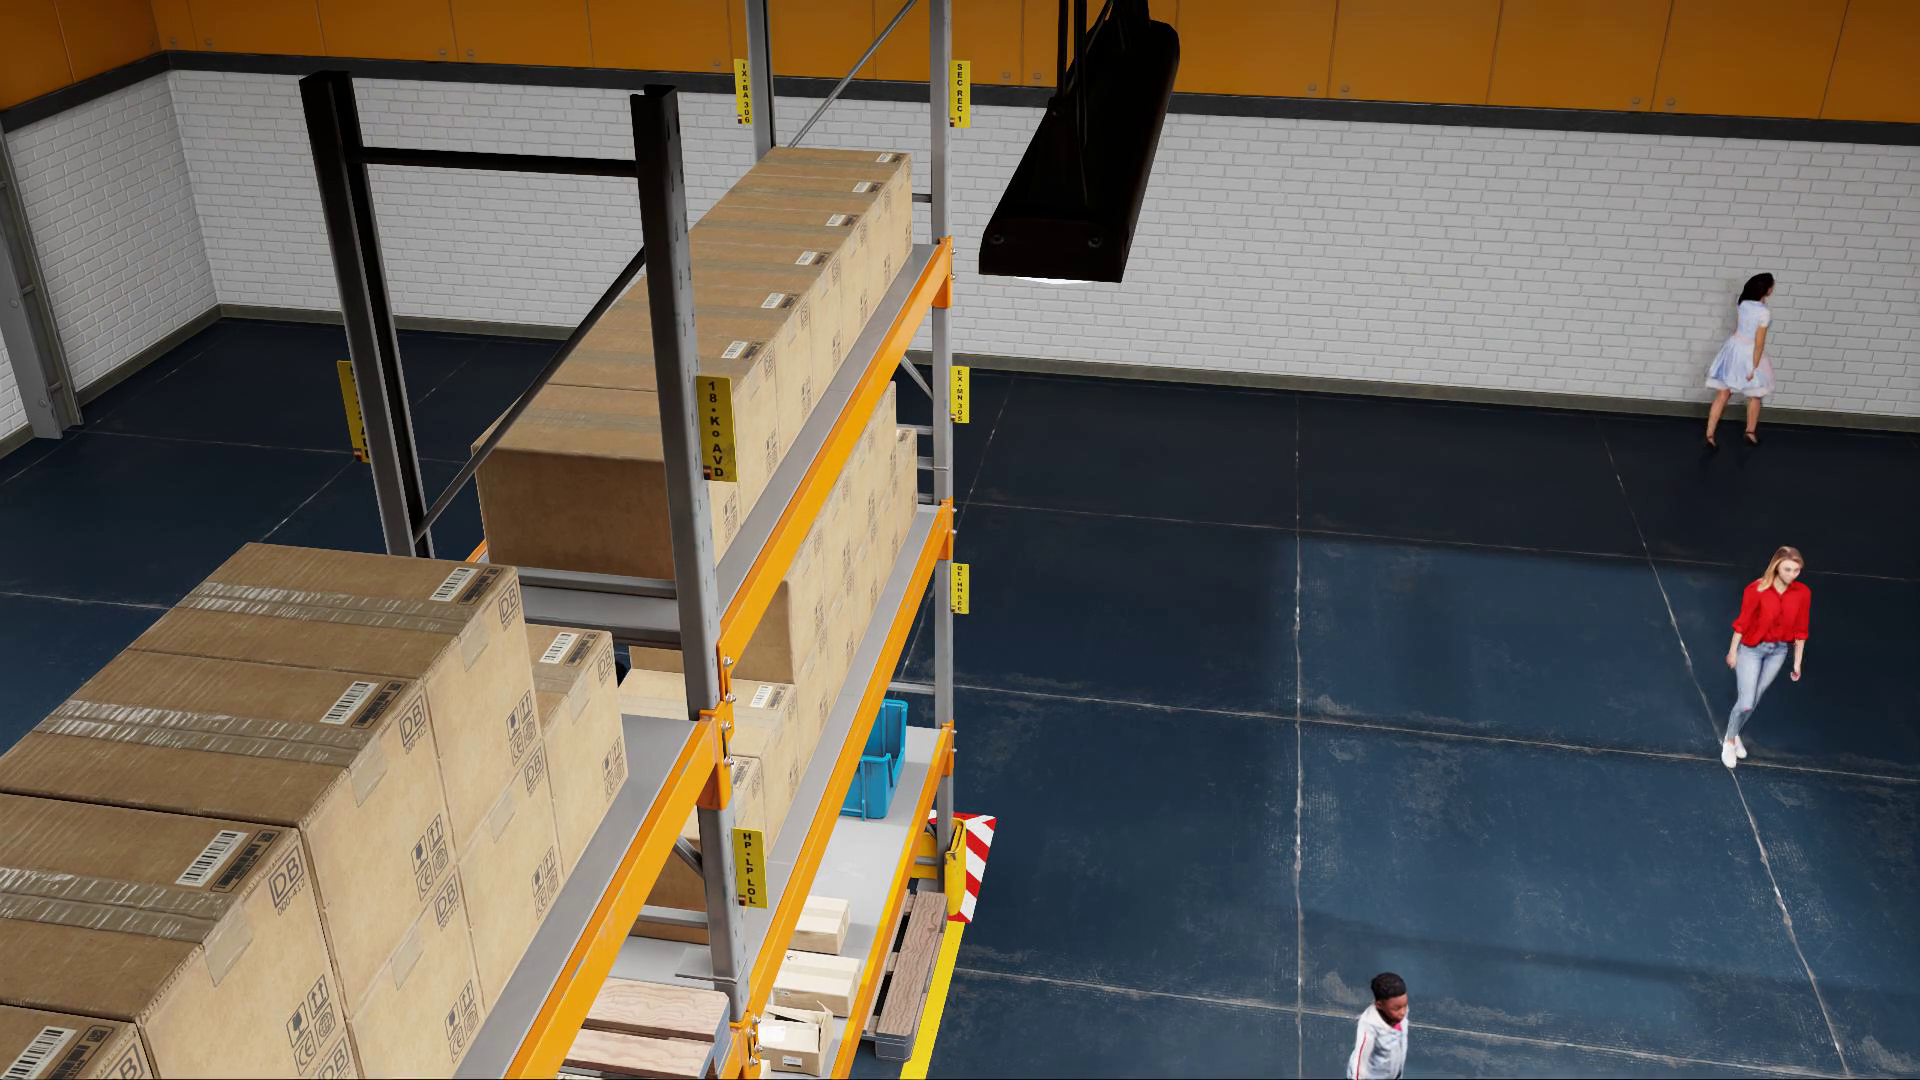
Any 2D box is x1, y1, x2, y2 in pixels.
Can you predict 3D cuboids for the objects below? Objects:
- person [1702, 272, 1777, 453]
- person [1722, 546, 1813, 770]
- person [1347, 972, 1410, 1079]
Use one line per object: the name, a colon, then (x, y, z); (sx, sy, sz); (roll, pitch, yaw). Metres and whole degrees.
person: (7.364, -1.651, 15.833); (0.986, 1.788, 1.014); (-10, 30, -18)
person: (5.534, 0.748, 11.535); (0.676, 1.692, 0.687); (-1, 29, -1)
person: (2.111, 2.683, 8.440); (0.563, 1.259, 0.622); (-19, 34, -30)
